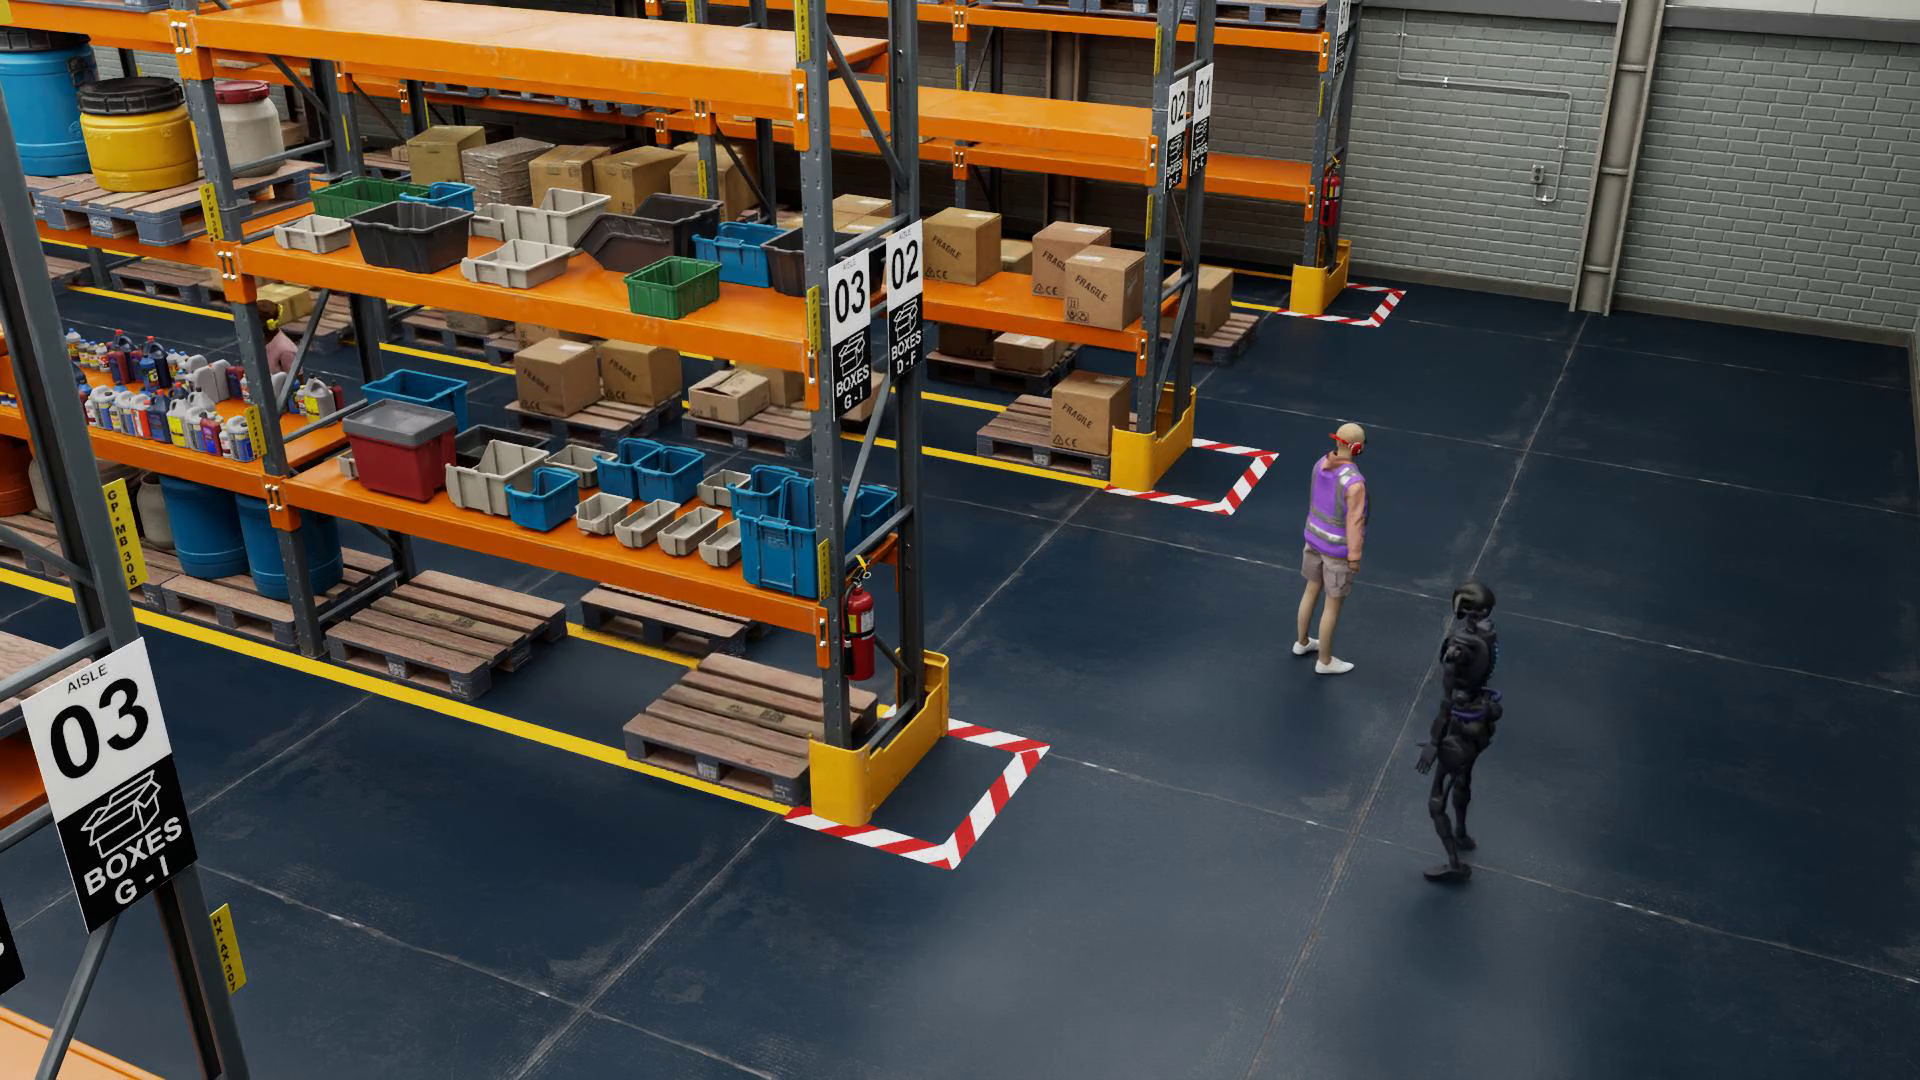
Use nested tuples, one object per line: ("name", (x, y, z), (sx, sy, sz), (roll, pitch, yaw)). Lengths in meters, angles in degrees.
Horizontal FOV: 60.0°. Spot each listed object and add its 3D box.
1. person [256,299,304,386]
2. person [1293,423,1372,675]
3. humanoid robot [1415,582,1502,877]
("person", (-5.069, -0.948, 12.500), (0.527, 1.799, 0.333), (19, 32, 34))
("person", (2.377, 0.050, 10.605), (0.351, 1.688, 0.489), (-11, 28, -21))
("humanoid robot", (2.661, 0.982, 8.723), (0.386, 1.642, 0.595), (20, 33, 35))
